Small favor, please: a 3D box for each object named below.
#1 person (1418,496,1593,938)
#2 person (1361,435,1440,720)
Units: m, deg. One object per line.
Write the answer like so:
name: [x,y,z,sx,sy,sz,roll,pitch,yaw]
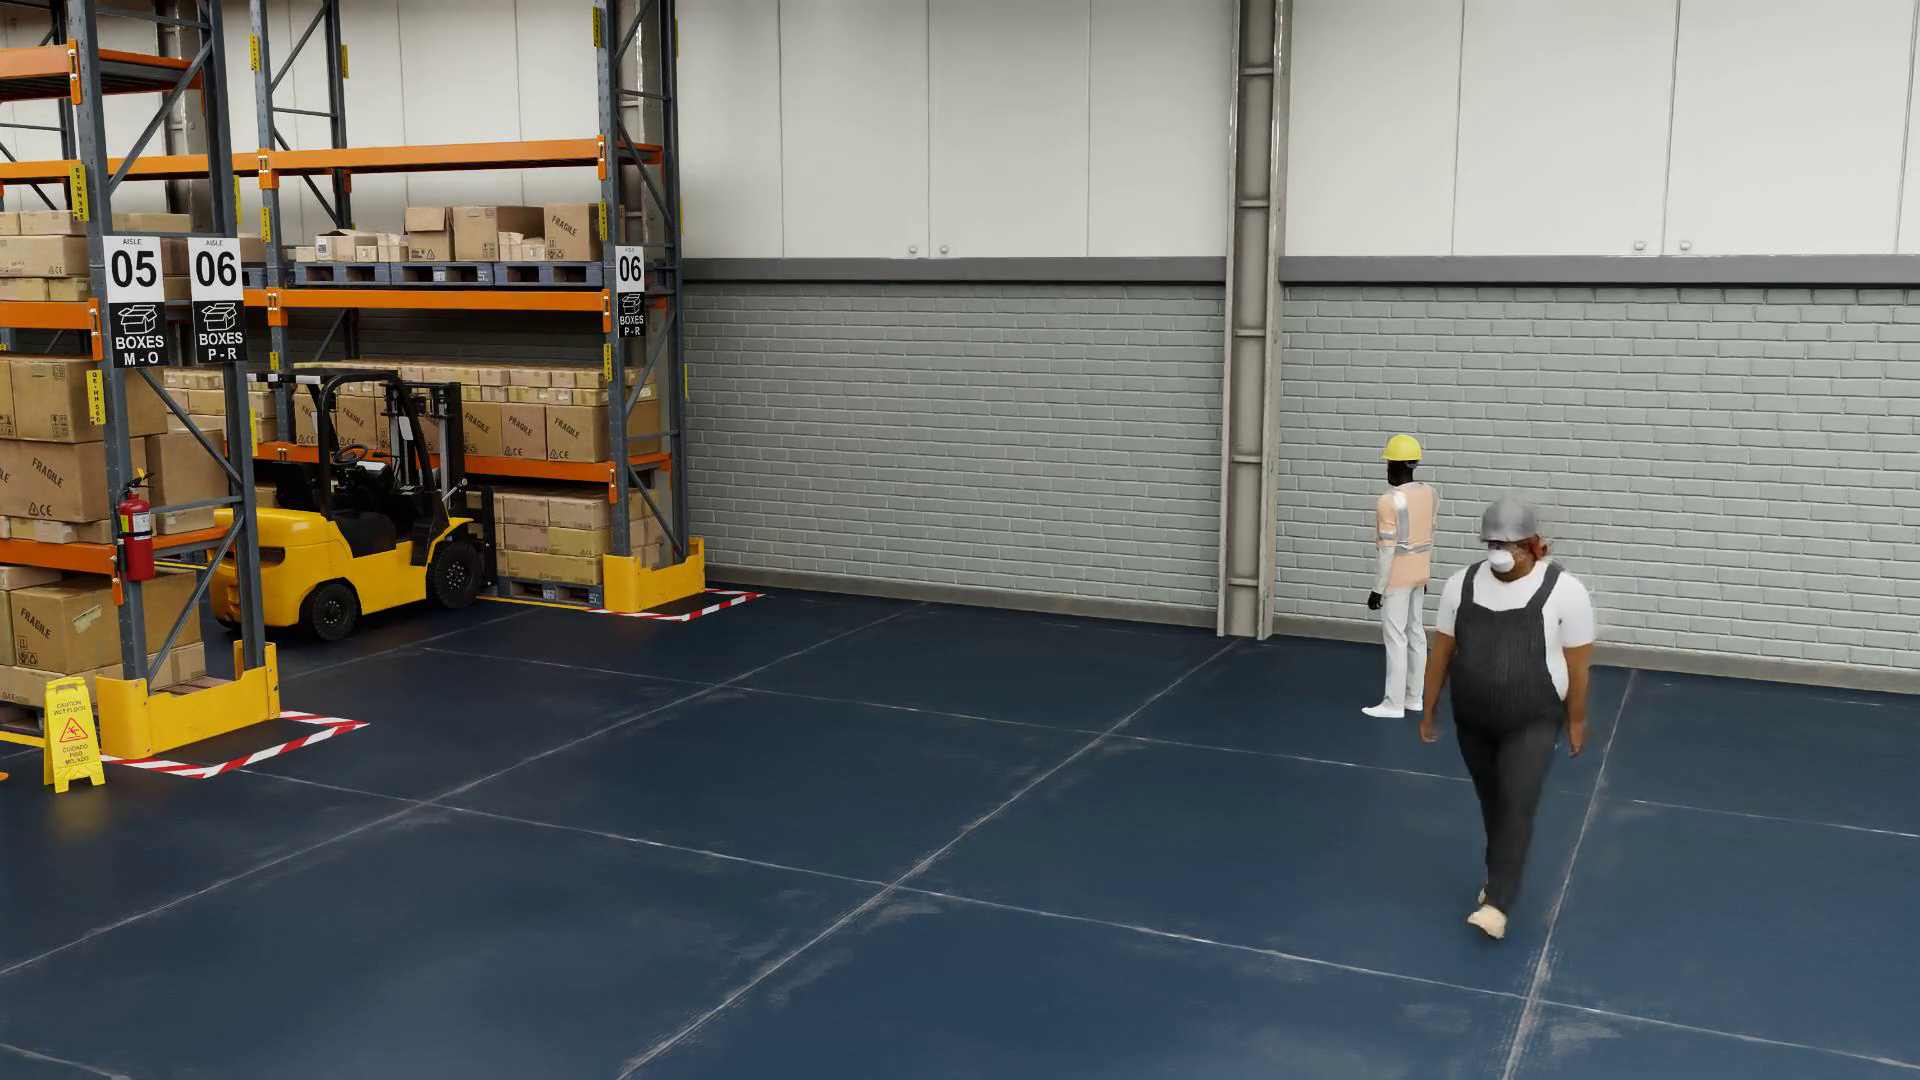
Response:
person: [2.444,0.778,7.657,0.709,2.000,0.961,8,12,41]
person: [2.969,0.252,11.225,0.584,1.928,0.367,-8,12,-41]
